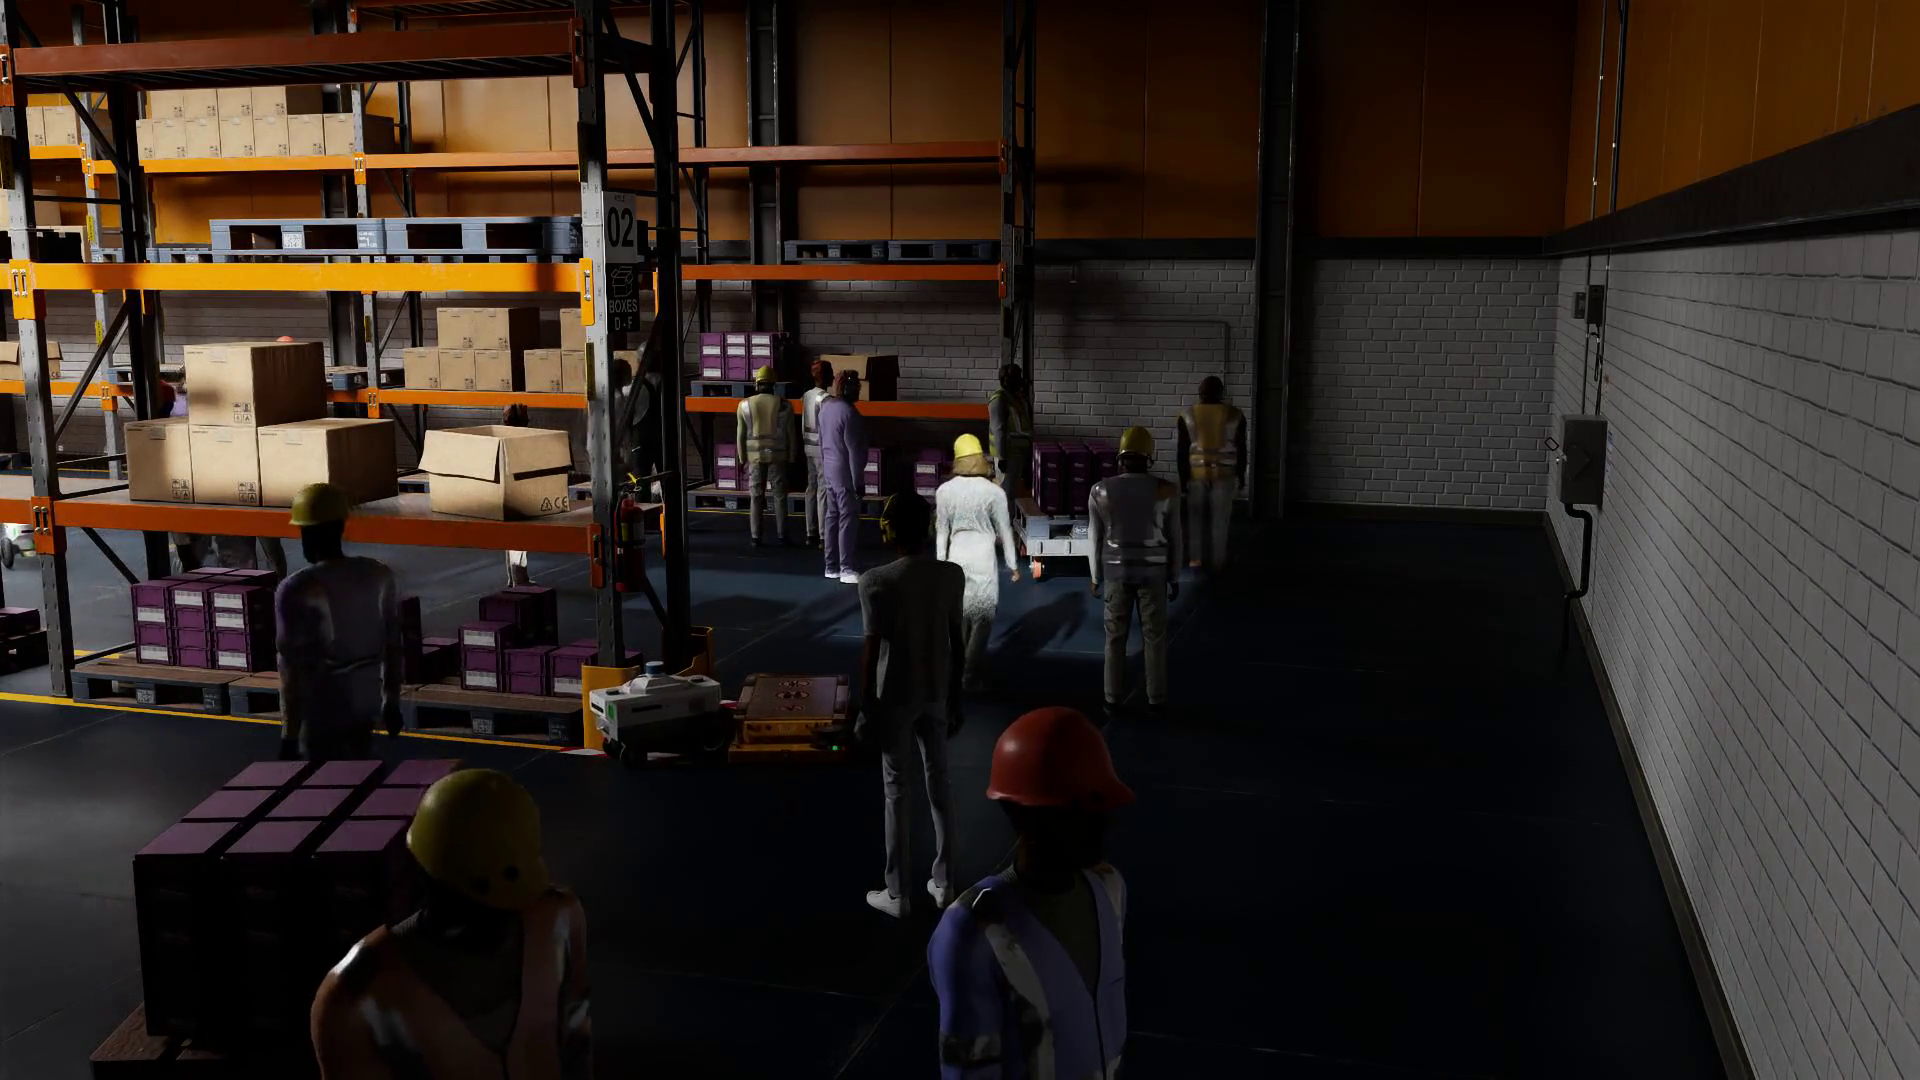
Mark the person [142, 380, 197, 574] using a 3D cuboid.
[{"bbox_3d":[-6.208,-0.284,13.005,0.545,1.943,0.347,-1,9,-3],"label":"person"}]

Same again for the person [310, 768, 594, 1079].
[{"bbox_3d":[-0.947,1.336,3.299,0.621,1.880,0.534,-9,13,-43],"label":"person"}]

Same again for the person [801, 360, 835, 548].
[{"bbox_3d":[-1.384,-0.862,16.709,0.353,1.883,0.572,-6,11,-32],"label":"person"}]

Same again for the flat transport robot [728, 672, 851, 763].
[{"bbox_3d":[-1.000,1.045,9.988,0.652,0.197,1.431,0,9,-2],"label":"flat transport robot"}]

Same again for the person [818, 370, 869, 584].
[{"bbox_3d":[-1.003,-0.564,14.825,0.402,1.906,0.652,-5,11,-30],"label":"person"}]

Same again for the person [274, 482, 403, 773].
[{"bbox_3d":[-2.612,0.708,7.069,0.537,1.913,0.588,5,10,26],"label":"person"}]

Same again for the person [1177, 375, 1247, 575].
[{"bbox_3d":[2.325,-0.604,15.345,0.638,1.822,0.661,1,9,9],"label":"person"}]

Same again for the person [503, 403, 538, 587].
[{"bbox_3d":[-3.834,-0.369,14.442,0.308,1.641,0.514,-4,10,-22],"label":"person"}]

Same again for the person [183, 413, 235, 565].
[{"bbox_3d":[-7.051,-0.619,15.581,0.524,1.770,0.315,-9,13,-44],"label":"person"}]

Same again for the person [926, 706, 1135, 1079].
[{"bbox_3d":[0.182,1.289,3.420,0.347,1.943,0.544,7,12,38],"label":"person"}]

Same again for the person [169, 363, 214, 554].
[{"bbox_3d":[-7.558,-0.797,16.298,0.695,1.895,0.456,1,9,4],"label":"person"}]

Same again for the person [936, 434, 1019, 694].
[{"bbox_3d":[0.096,0.155,11.011,0.536,1.716,0.614,4,10,22],"label":"person"}]

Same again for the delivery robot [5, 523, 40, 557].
[{"bbox_3d":[-8.864,-0.101,15.825,0.477,0.478,0.707,-6,11,-34],"label":"delivery robot"}]

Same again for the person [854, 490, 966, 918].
[{"bbox_3d":[-0.215,0.706,7.213,0.511,1.865,0.329,-5,10,-26],"label":"person"}]

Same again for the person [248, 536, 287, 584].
[{"bbox_3d":[-5.654,-0.331,13.305,0.636,1.936,0.355,2,9,10],"label":"person"}]

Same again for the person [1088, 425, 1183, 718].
[{"bbox_3d":[1.093,0.202,10.375,0.588,1.833,0.404,1,9,8],"label":"person"}]

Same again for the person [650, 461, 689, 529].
[{"bbox_3d":[-3.227,-1.054,17.944,0.689,1.867,0.585,7,11,35],"label":"person"}]

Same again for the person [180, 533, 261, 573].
[{"bbox_3d":[-5.870,-0.235,13.189,0.985,1.780,0.643,2,10,12],"label":"person"}]

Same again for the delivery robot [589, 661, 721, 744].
[{"bbox_3d":[-1.739,0.937,9.496,0.707,0.478,0.477,-6,11,-33],"label":"delivery robot"}]

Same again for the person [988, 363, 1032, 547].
[{"bbox_3d":[0.515,-0.860,16.818,0.429,1.847,0.626,3,10,19],"label":"person"}]

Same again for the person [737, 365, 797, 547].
[{"bbox_3d":[-1.934,-0.837,16.724,0.601,1.827,0.403,0,9,-1],"label":"person"}]

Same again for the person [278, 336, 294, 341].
[{"bbox_3d":[-7.949,-1.416,19.747,0.624,1.993,0.385,-4,10,-25],"label":"person"}]

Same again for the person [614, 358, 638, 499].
[{"bbox_3d":[-3.373,-0.858,16.586,0.655,1.913,0.646,-3,10,-19],"label":"person"}]

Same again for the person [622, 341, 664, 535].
[{"bbox_3d":[-3.272,-1.081,17.563,0.684,2.000,0.538,-5,11,-29],"label":"person"}]
